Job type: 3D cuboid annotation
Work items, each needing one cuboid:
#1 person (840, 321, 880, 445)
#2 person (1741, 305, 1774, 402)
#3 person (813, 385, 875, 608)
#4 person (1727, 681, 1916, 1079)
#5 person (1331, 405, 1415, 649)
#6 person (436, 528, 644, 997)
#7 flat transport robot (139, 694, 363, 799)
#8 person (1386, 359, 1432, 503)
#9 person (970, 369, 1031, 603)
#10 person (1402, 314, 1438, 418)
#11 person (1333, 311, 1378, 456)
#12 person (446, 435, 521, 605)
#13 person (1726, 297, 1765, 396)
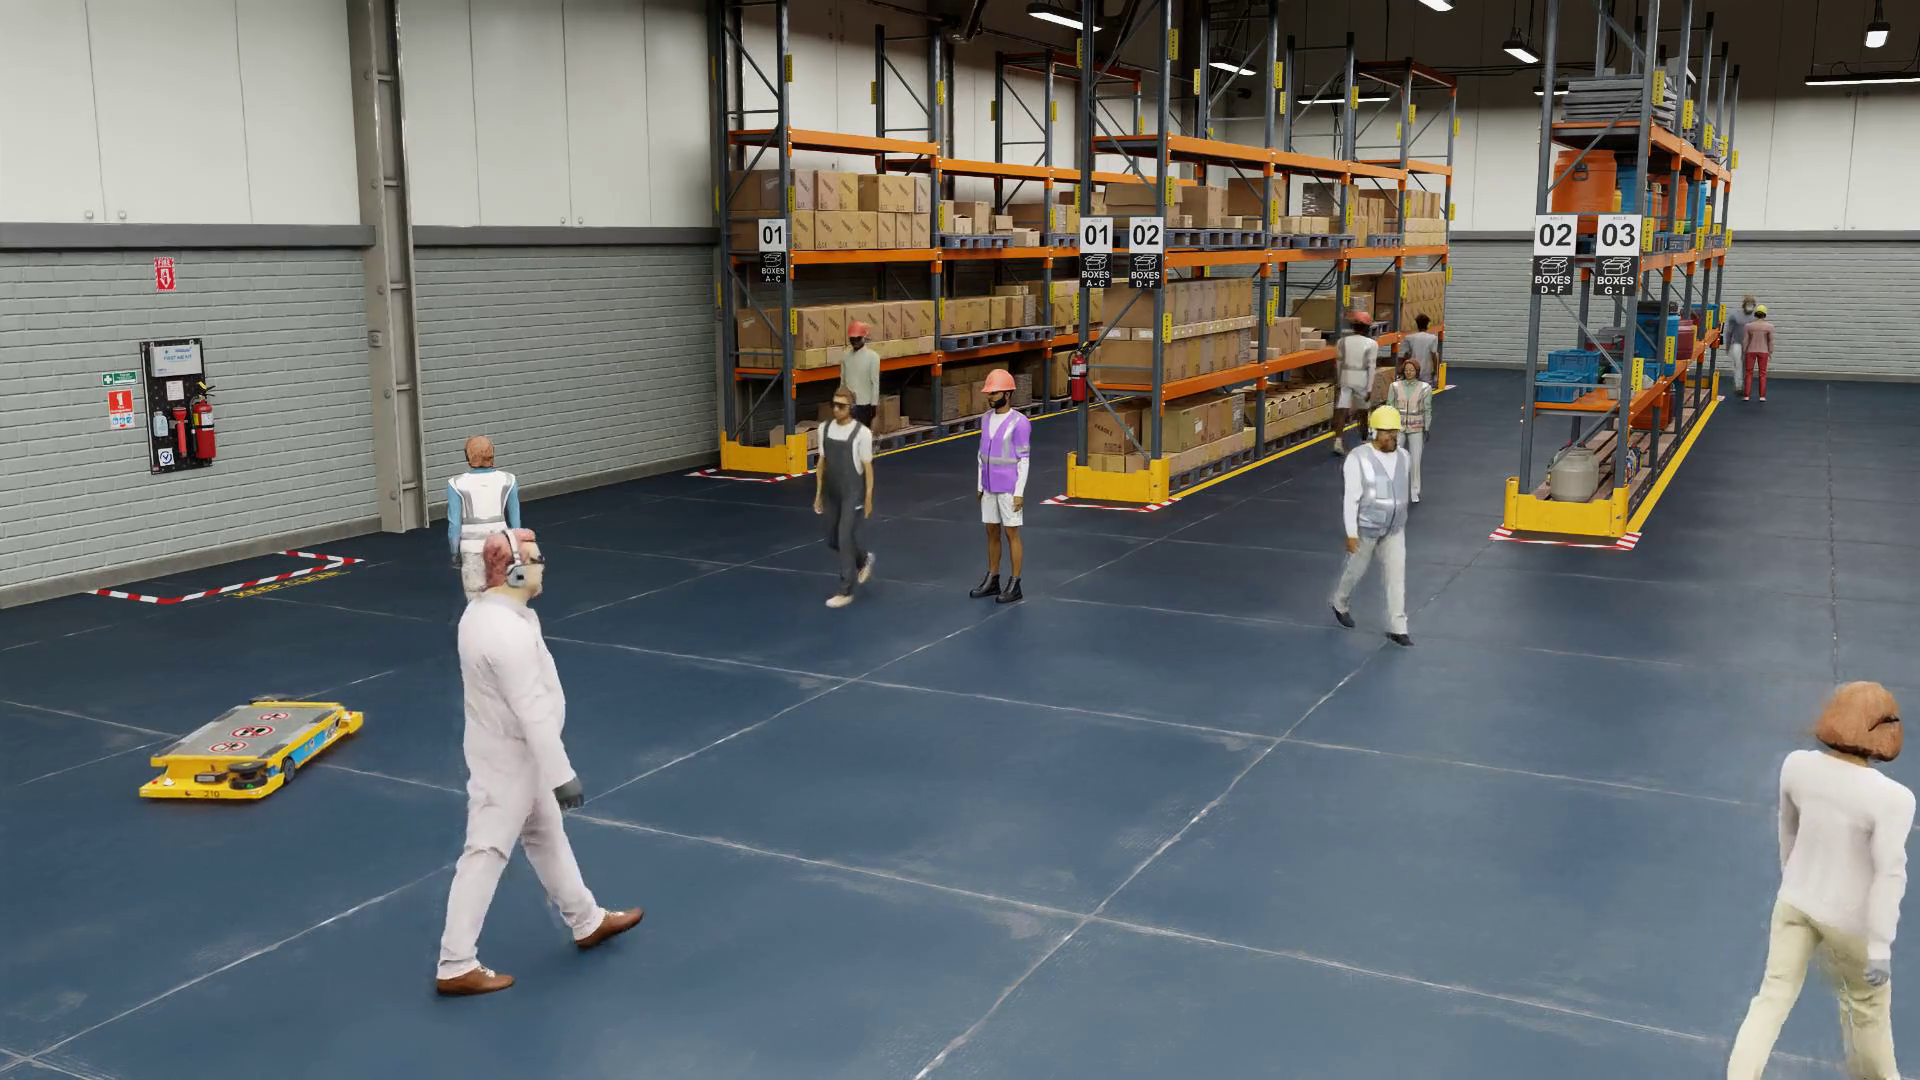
[{"bbox_3d":[-1.261,-1.713,20.587,0.649,1.979,0.436,7,13,34],"label":"person"},{"bbox_3d":[14.591,-3.413,30.448,0.533,1.767,0.326,4,11,21],"label":"person"},{"bbox_3d":[-0.911,-0.385,13.782,0.524,1.825,0.691,7,12,33],"label":"person"},{"bbox_3d":[2.928,1.242,5.547,0.862,1.583,0.538,-4,11,-23],"label":"person"},{"bbox_3d":[3.116,-0.135,12.532,0.594,1.800,0.925,-3,11,-18],"label":"person"},{"bbox_3d":[-1.721,0.883,6.725,0.962,1.868,0.639,-5,11,-24],"label":"person"},{"bbox_3d":[-4.029,1.168,9.550,0.652,0.197,1.431,0,10,2],"label":"flat transport robot"},{"bbox_3d":[5.104,-1.244,18.967,0.511,1.640,0.308,4,11,20],"label":"person"},{"bbox_3d":[0.328,-0.443,13.813,0.402,1.936,0.548,-10,14,-43],"label":"person"},{"bbox_3d":[7.101,-2.563,25.647,0.556,1.821,0.946,4,11,21],"label":"person"},{"bbox_3d":[5.460,-2.160,23.035,0.615,1.997,1.038,6,12,29],"label":"person"},{"bbox_3d":[-3.354,0.078,11.758,0.517,1.639,0.313,-6,12,-30],"label":"person"},{"bbox_3d":[14.986,-3.711,31.785,0.641,1.885,1.062,3,11,15],"label":"person"}]
